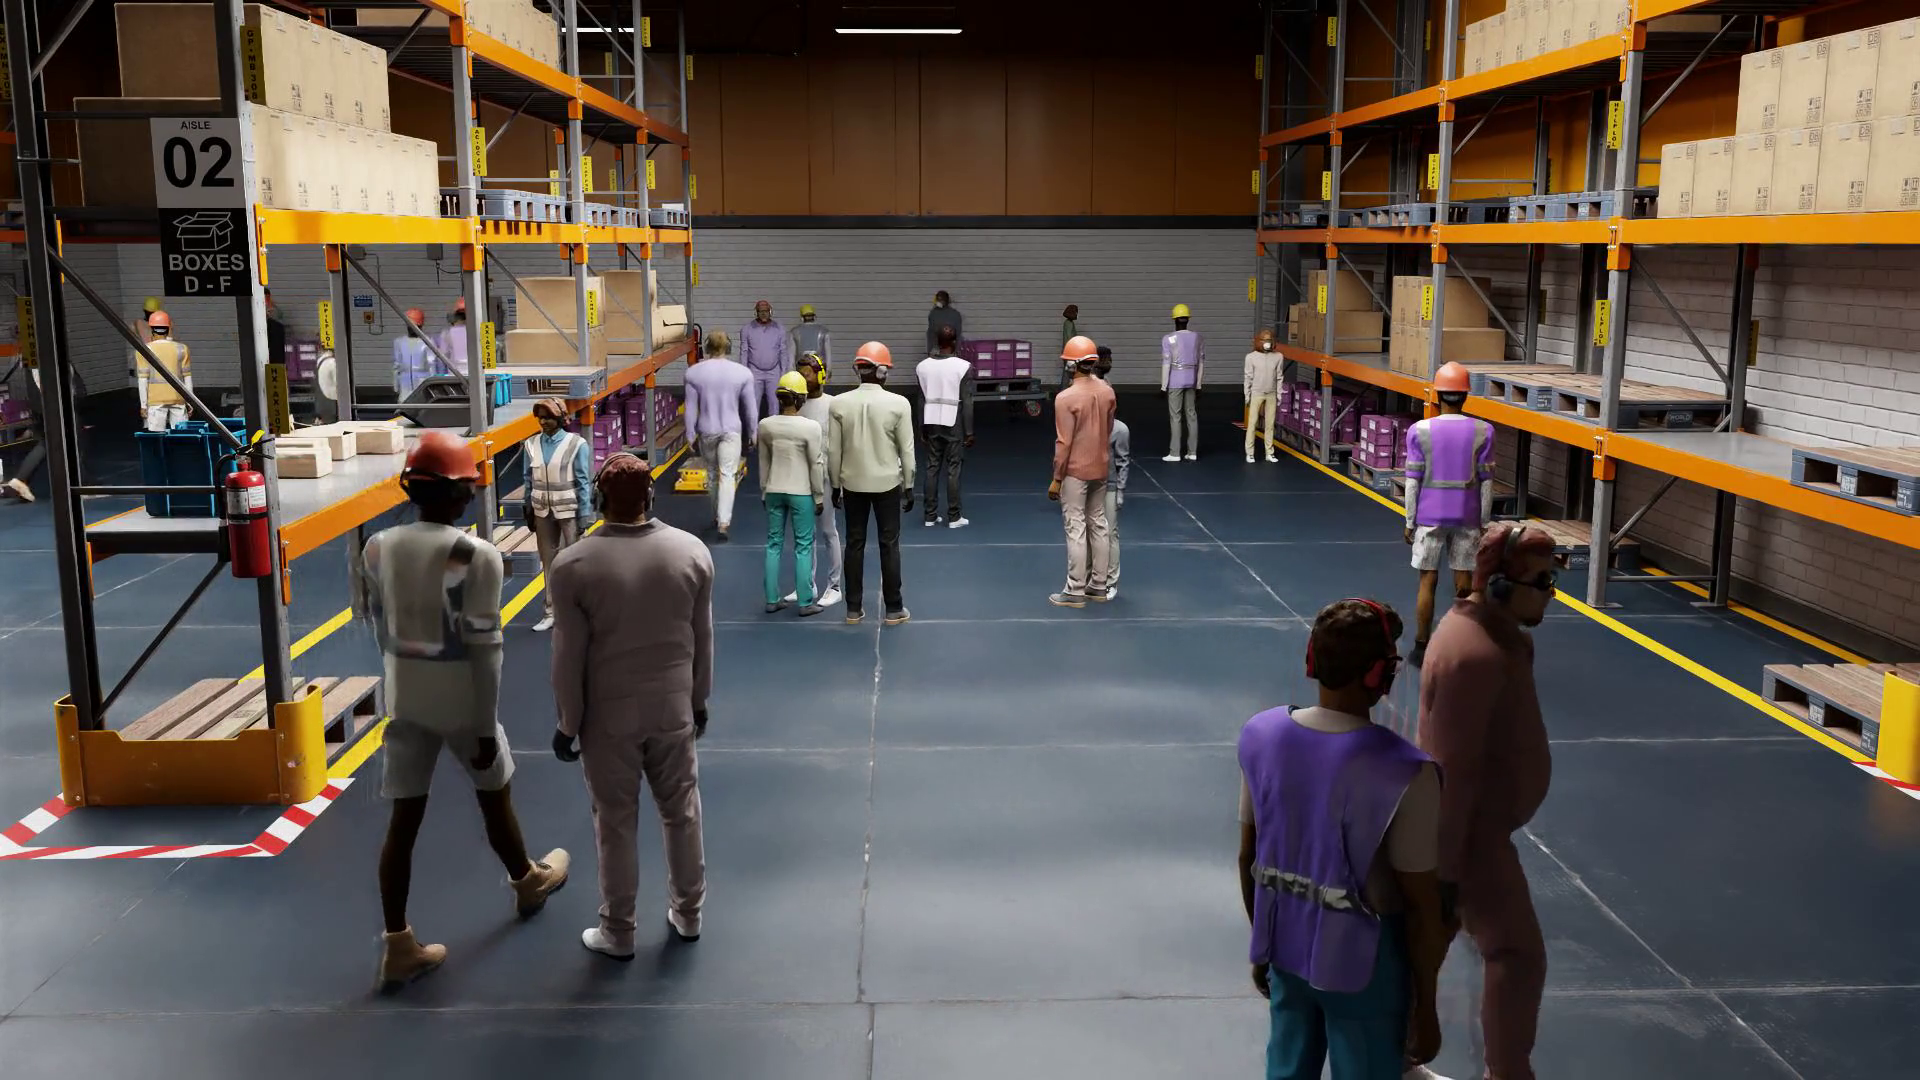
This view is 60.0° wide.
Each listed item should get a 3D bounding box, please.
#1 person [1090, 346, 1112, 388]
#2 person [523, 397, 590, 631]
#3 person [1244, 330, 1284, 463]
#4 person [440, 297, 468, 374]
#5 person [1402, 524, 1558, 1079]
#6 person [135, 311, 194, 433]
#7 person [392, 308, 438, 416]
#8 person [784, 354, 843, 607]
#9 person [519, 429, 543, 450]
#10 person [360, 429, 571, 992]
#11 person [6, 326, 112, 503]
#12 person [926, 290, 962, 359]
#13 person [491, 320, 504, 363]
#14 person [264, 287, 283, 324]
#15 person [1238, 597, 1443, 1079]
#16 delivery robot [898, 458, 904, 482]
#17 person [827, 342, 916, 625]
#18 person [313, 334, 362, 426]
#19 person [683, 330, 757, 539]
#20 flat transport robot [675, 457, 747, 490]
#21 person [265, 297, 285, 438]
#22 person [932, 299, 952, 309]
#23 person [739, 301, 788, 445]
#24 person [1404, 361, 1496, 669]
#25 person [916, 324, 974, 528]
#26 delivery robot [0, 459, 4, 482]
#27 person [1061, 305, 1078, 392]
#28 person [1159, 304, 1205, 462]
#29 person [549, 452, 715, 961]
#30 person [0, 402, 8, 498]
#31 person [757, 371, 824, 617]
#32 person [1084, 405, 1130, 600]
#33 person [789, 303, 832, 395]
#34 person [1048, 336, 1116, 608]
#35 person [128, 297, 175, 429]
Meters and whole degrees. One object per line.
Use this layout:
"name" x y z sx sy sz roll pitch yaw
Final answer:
"person" 1.357 -1.039 16.126 0.378 1.680 0.547 4 11 23
"person" -2.757 -0.167 11.414 0.511 1.634 0.311 3 11 18
"person" 3.693 -1.745 20.234 0.495 1.625 0.284 -2 10 -11
"person" -6.000 -1.932 20.186 0.618 2.025 0.711 -1 10 -5
"person" 1.606 0.865 4.980 0.799 1.864 0.787 3 11 16
"person" -8.658 -1.525 18.129 0.552 1.935 0.373 -8 13 -36
"person" -6.667 -1.903 20.392 0.623 1.897 0.840 0 10 2
"person" -1.065 -0.440 12.292 0.530 1.864 0.311 7 12 33
"person" -5.463 -2.059 21.371 0.620 1.845 0.429 -3 11 -18
"person" -1.890 0.580 6.231 0.622 1.988 1.040 3 11 18
"person" -9.344 -1.395 17.117 0.681 2.000 0.933 8 13 38
"person" -0.221 -3.016 26.485 0.638 1.925 0.564 8 13 38
"person" -6.173 -2.021 21.517 0.577 1.699 0.623 -3 11 -16
"person" -11.409 -3.191 27.407 0.367 1.939 0.635 3 11 17
"person" 0.910 1.050 4.058 0.390 1.840 0.565 -9 14 -41
"delivery robot" -0.867 -0.774 17.540 0.477 0.478 0.707 -8 13 -40
"person" -0.613 -0.391 11.678 0.623 1.983 0.401 2 10 10
"person" -6.464 -1.286 17.223 0.986 1.795 0.514 -7 12 -34
"person" -2.182 -0.969 15.180 0.649 1.894 1.026 -1 10 -3
"flat transport robot" -2.743 -0.745 18.425 0.652 0.197 1.431 0 10 -2
"person" -9.349 -2.280 22.238 0.654 1.964 0.836 3 11 17
"person" -0.285 -3.026 26.772 0.389 1.837 0.595 4 11 21
"person" -2.592 -2.212 22.045 0.641 1.908 0.407 -3 11 -15
"person" 3.057 -0.146 10.437 0.545 1.941 0.350 2 10 10
"person" -0.145 -1.065 15.664 0.582 1.911 0.392 6 12 31
"delivery robot" -10.241 -0.701 17.130 0.477 0.478 0.707 3 10 15
"person" 1.849 -3.142 28.003 0.272 1.628 0.495 -1 10 -3
"person" 2.694 -1.909 20.304 0.592 1.923 0.381 -5 11 -24
"person" -1.236 0.621 6.259 0.643 1.910 0.400 -7 12 -32
"person" -10.205 -1.367 17.247 0.359 1.939 0.542 7 12 34
"person" -1.210 -0.330 11.979 0.526 1.760 0.341 5 11 24
"person" 1.034 -0.365 12.515 0.497 1.633 0.285 7 12 34
"person" -2.126 -2.455 23.664 0.610 1.810 0.447 -1 10 -4
"person" 0.890 -0.501 12.261 0.609 1.996 0.379 -10 14 -43
"person" -11.656 -2.561 24.013 0.677 1.892 0.563 -5 11 -27
